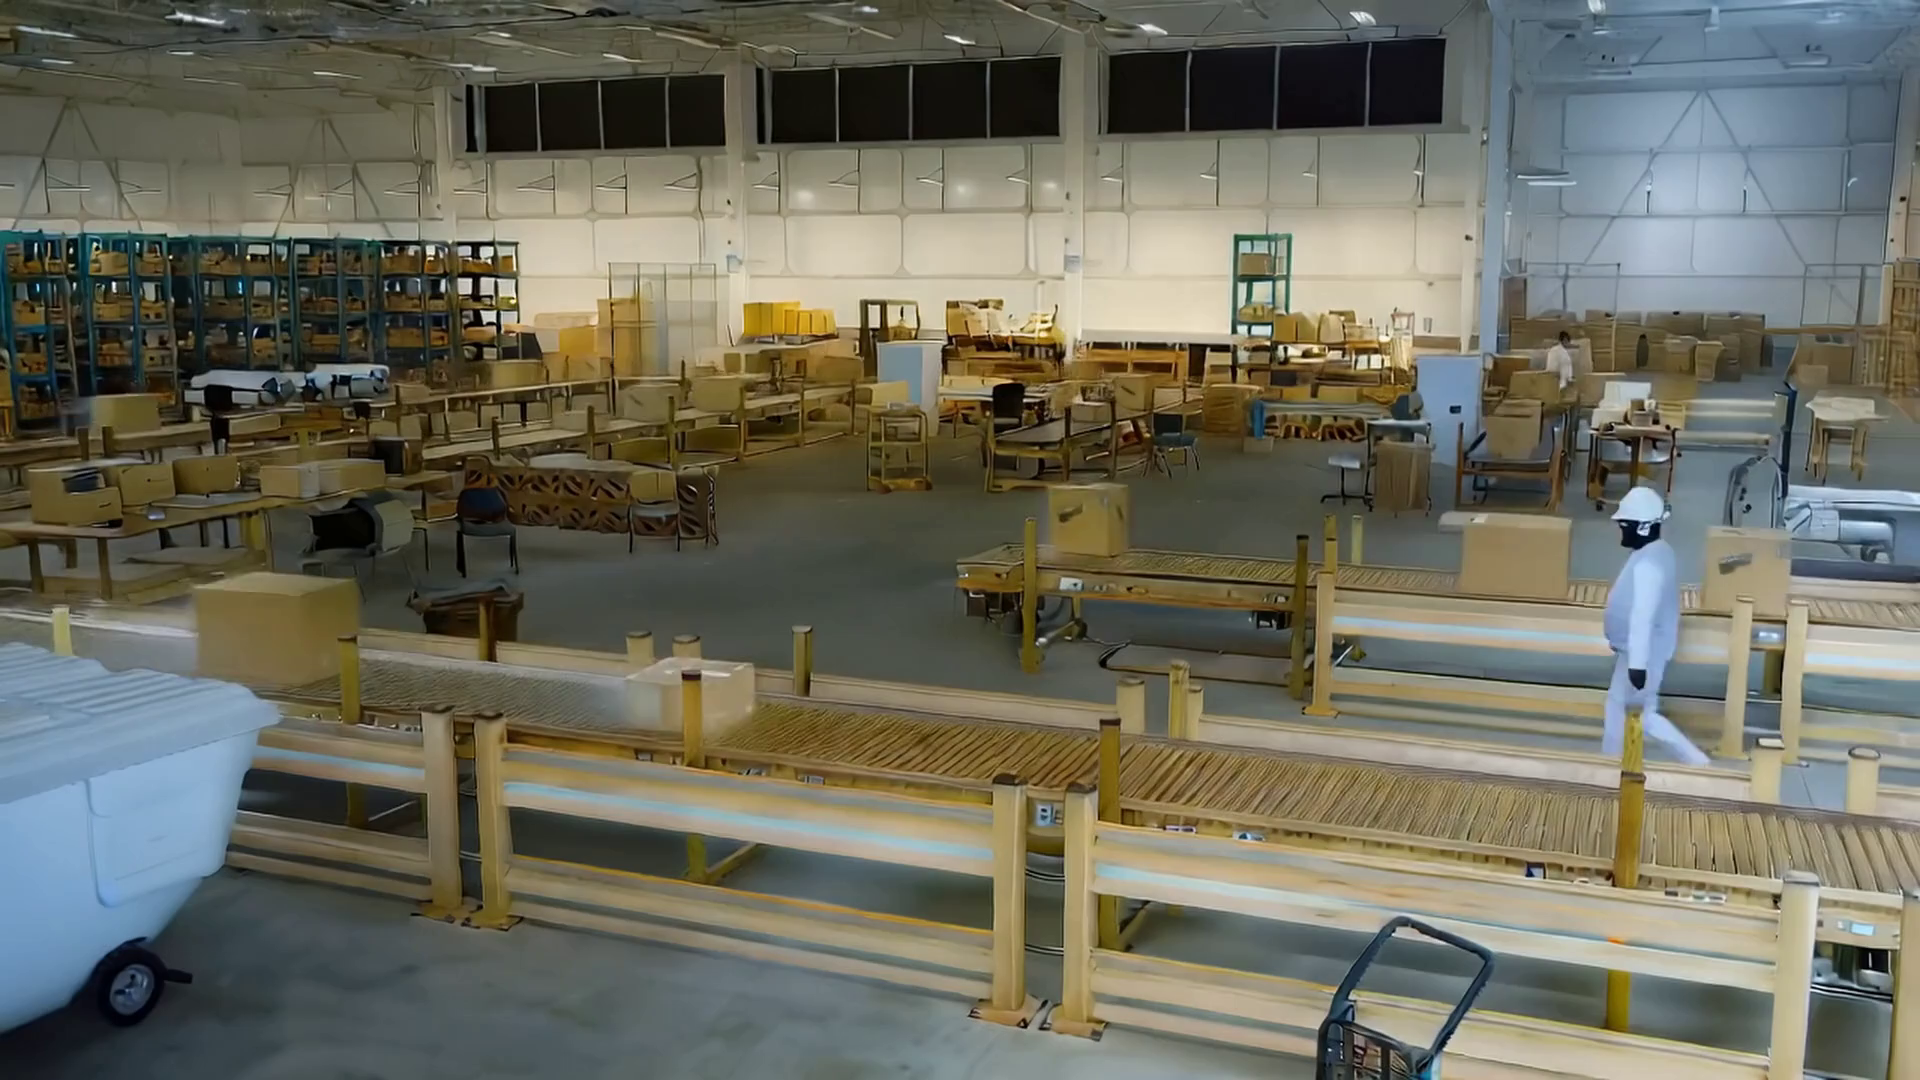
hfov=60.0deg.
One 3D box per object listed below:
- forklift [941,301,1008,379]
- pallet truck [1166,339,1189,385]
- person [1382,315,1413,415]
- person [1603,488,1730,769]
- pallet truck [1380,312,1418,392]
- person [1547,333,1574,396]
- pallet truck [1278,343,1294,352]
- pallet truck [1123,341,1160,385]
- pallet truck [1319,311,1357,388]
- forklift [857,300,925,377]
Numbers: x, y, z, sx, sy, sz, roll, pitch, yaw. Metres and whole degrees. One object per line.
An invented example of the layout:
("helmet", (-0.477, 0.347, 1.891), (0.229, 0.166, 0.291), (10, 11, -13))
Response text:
("forklift", (0.365, -4.966, 41.571), (1.157, 1.987, 2.680), (3, 10, 20))
("pallet truck", (5.418, -4.269, 40.420), (0.704, 1.261, 1.522), (3, 10, 20))
("person", (8.897, -3.553, 33.803), (0.614, 2.042, 0.373), (7, 11, 35))
("person", (3.921, 0.606, 9.351), (0.761, 1.806, 0.600), (4, 10, 25))
("pallet truck", (10.207, -4.283, 38.369), (0.823, 1.965, 1.885), (3, 10, 20))
("person", (10.533, -2.670, 28.999), (0.976, 1.852, 0.676), (6, 11, 34))
("pallet truck", (7.886, -4.163, 39.743), (0.653, 1.274, 1.630), (4, 10, 22))
("pallet truck", (4.445, -4.380, 41.279), (0.680, 1.201, 1.601), (4, 10, 22))
("pallet truck", (9.071, -4.419, 39.190), (0.823, 1.965, 1.885), (5, 10, 26))
("forklift", (-1.732, -5.109, 42.468), (1.157, 1.987, 2.680), (4, 10, 22))
